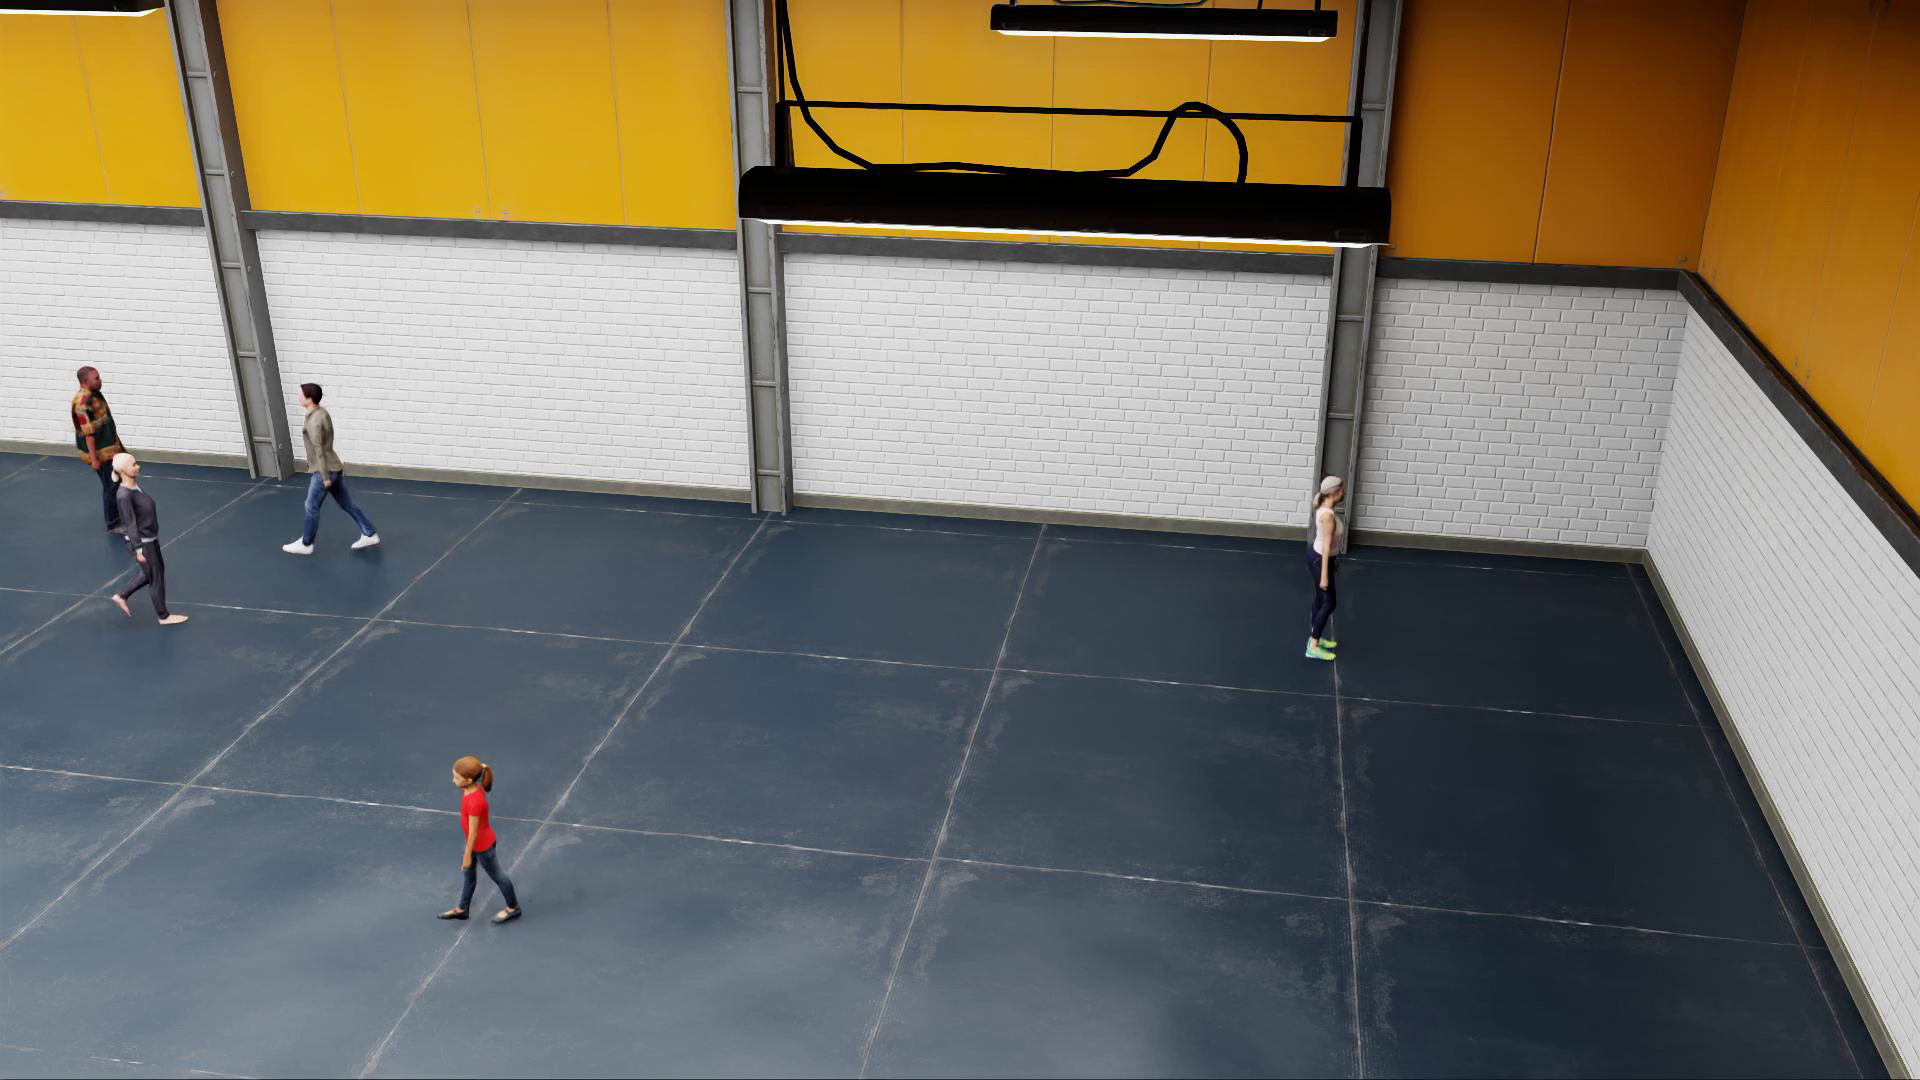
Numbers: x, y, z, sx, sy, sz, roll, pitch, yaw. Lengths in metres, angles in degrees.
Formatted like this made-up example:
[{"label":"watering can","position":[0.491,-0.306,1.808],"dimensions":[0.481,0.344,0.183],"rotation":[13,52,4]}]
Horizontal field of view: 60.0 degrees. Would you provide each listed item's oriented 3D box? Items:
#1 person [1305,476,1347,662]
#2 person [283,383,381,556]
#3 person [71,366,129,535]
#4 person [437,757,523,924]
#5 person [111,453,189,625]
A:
[{"label":"person","position":[3.199,0.227,14.927],"dimensions":[0.568,1.698,0.652],"rotation":[4,24,8]},{"label":"person","position":[-6.351,-0.706,16.903],"dimensions":[1.252,1.824,0.908],"rotation":[-2,24,-5]},{"label":"person","position":[-9.075,-0.952,17.492],"dimensions":[0.807,1.804,0.794],"rotation":[-2,24,-4]},{"label":"person","position":[-3.184,2.037,11.292],"dimensions":[0.860,1.292,0.743],"rotation":[-10,25,-21]},{"label":"person","position":[-7.653,0.010,15.407],"dimensions":[0.973,1.711,0.830],"rotation":[-6,24,-14]}]
